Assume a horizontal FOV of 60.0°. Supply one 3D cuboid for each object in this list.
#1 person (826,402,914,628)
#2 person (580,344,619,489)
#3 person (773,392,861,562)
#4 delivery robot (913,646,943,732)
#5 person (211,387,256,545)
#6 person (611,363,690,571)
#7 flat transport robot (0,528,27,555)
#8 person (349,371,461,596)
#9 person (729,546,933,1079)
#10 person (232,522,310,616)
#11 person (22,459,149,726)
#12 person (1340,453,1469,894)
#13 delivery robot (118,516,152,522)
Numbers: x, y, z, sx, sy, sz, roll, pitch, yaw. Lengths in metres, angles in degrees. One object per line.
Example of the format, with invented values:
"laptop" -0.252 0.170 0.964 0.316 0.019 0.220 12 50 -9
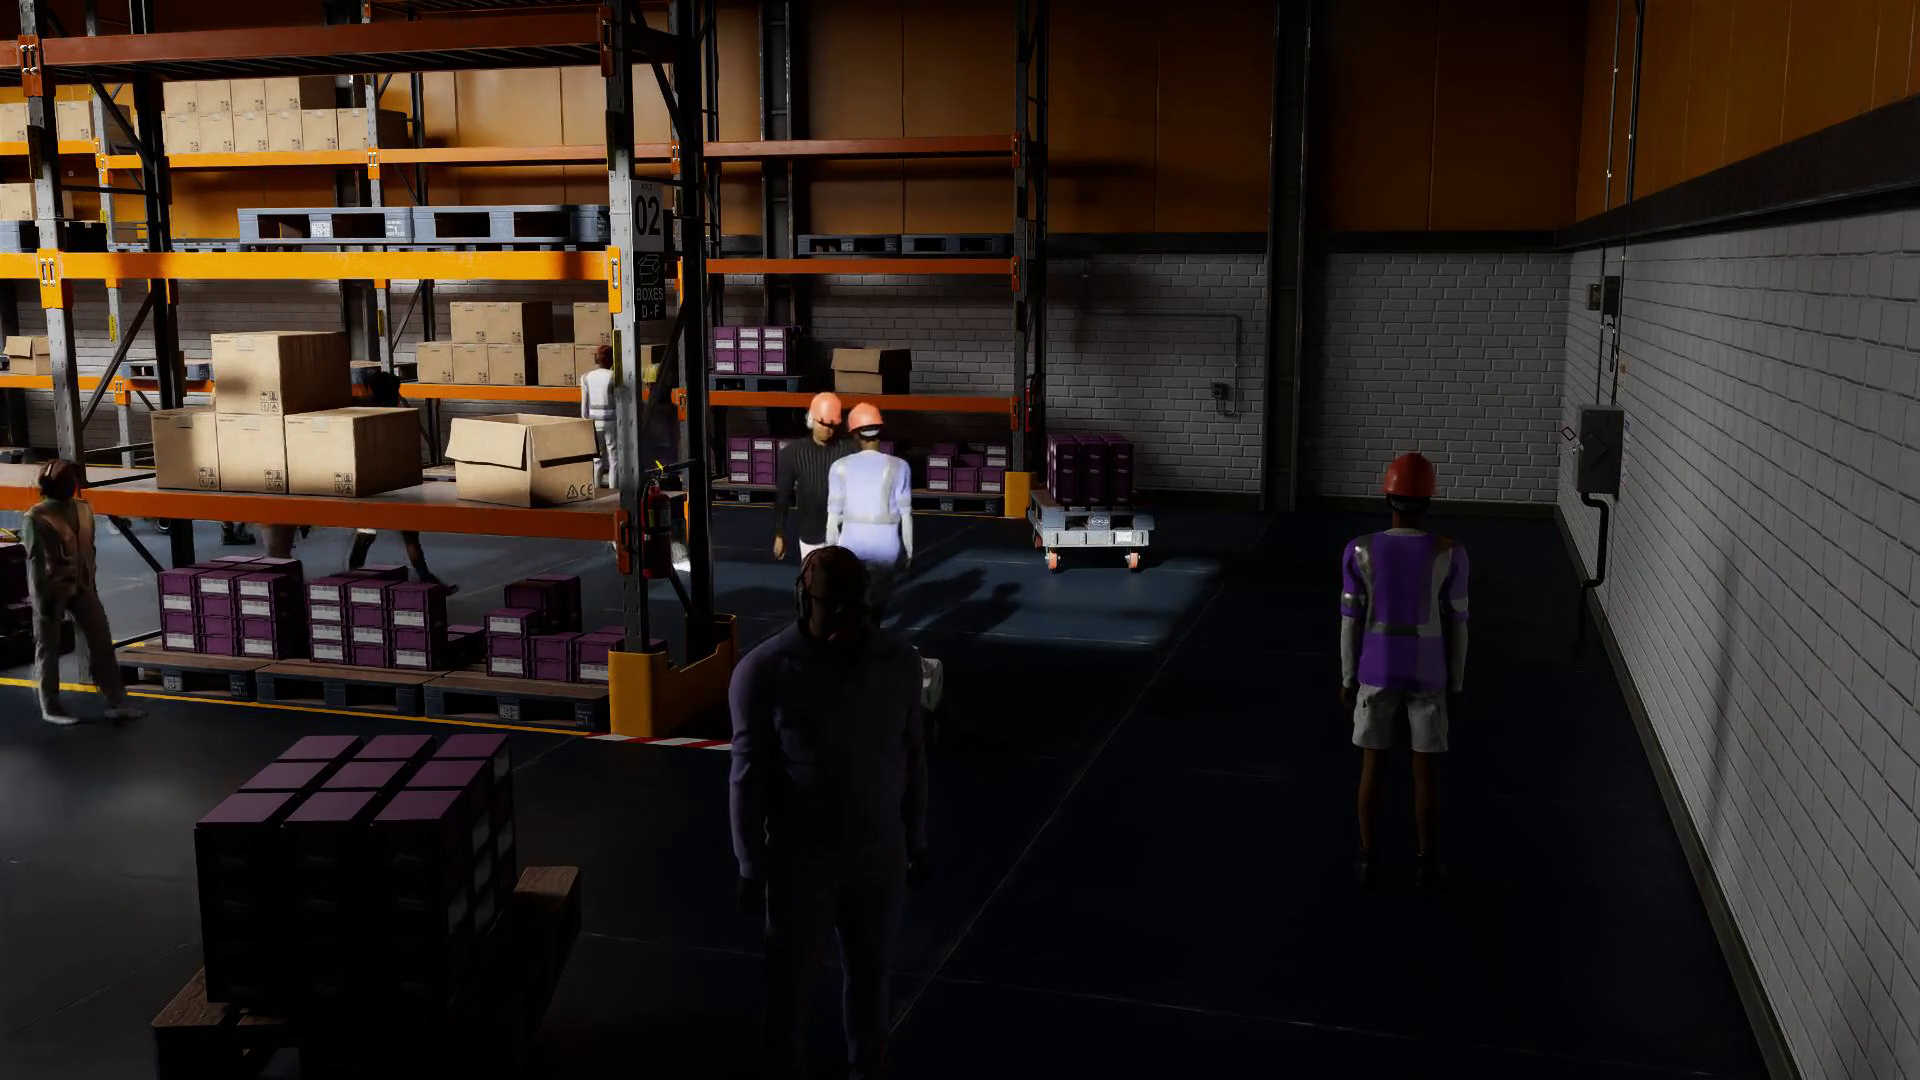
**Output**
"person" -0.595 0.076 10.608 0.532 1.889 0.898 3 10 19
"person" -3.997 -1.262 18.753 0.596 1.875 0.376 3 10 19
"person" -0.935 -0.069 11.407 0.673 1.931 1.094 0 9 3
"delivery robot" -0.292 0.855 9.583 0.477 0.478 0.707 1 9 4
"person" -7.199 -0.918 16.476 0.374 1.935 0.552 -4 10 -24
"person" -2.771 -0.658 15.031 0.875 1.898 0.598 5 10 27
"flat transport robot" -9.498 0.075 15.488 1.431 0.197 0.652 -8 12 -39
"person" -4.547 -0.400 13.404 0.996 1.898 0.616 -1 9 -3
"person" -0.378 0.957 5.136 0.653 1.906 0.405 -4 10 -25
"person" -5.269 -0.121 12.641 0.811 1.603 0.518 3 10 20
"person" -5.206 0.328 9.843 0.744 1.607 0.546 3 10 17
"person" 1.942 0.585 7.308 0.543 1.939 0.360 3 10 18
"delivery robot" -8.408 -0.391 17.181 0.707 0.478 0.477 -2 9 -10
